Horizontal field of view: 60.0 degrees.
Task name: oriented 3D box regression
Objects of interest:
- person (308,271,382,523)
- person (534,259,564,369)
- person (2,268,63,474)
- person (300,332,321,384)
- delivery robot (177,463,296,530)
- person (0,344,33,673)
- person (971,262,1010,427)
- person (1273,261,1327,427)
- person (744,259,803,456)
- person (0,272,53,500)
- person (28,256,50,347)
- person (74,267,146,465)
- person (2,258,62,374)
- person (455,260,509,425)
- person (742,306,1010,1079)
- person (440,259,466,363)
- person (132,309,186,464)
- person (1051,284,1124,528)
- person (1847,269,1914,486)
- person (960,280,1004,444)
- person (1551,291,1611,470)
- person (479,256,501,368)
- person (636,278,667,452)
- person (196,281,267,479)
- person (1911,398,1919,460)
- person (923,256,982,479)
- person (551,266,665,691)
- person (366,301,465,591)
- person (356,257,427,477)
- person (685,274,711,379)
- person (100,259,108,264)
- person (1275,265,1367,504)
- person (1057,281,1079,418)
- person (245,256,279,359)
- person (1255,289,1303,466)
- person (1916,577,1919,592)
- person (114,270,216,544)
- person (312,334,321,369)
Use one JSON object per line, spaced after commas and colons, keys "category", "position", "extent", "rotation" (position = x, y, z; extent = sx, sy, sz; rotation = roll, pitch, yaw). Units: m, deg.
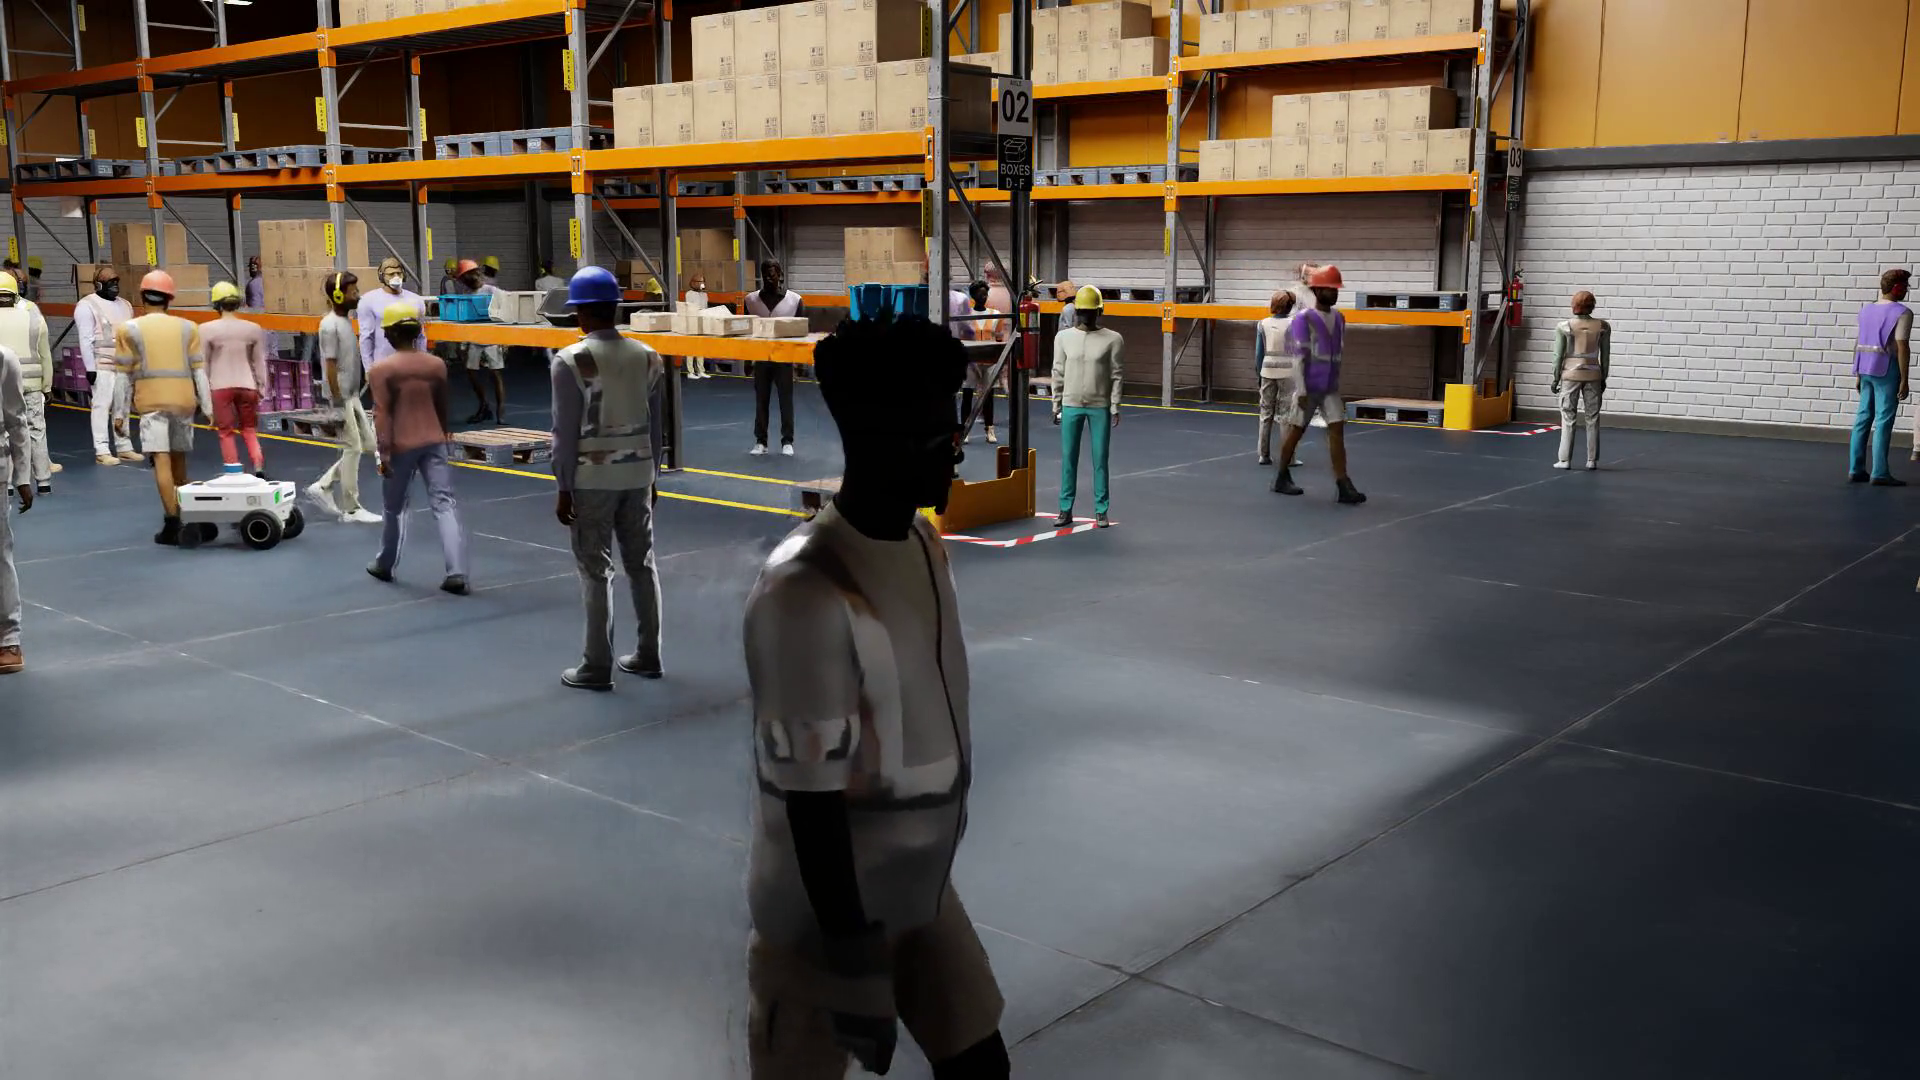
{"category": "person", "position": [-4.529, -1.034, 12.190], "extent": [0.459, 1.856, 0.557], "rotation": [-1, 10, -5]}
{"category": "person", "position": [-6.806, -3.744, 27.673], "extent": [0.529, 1.845, 0.481], "rotation": [-5, 11, -27]}
{"category": "person", "position": [-8.438, -1.509, 14.941], "extent": [0.626, 1.843, 0.430], "rotation": [3, 10, 15]}
{"category": "person", "position": [-9.714, -3.134, 24.784], "extent": [0.268, 1.631, 0.507], "rotation": [-3, 10, -14]}
{"category": "delivery robot", "position": [-4.926, -0.279, 11.329], "extent": [0.707, 0.478, 0.477], "rotation": [0, 10, -1]}
{"category": "person", "position": [-4.716, -0.288, 7.866], "extent": [0.584, 1.882, 0.337], "rotation": [-4, 11, -20]}
{"category": "person", "position": [0.415, -2.226, 18.951], "extent": [0.644, 1.876, 0.936], "rotation": [-4, 11, -24]}
{"category": "person", "position": [3.868, -2.238, 18.988], "extent": [0.873, 1.879, 0.639], "rotation": [6, 12, 31]}
{"category": "person", "position": [-1.821, -1.779, 16.255], "extent": [0.600, 1.917, 0.376], "rotation": [1, 10, 4]}
{"category": "person", "position": [-7.652, -1.240, 13.433], "extent": [0.591, 1.833, 0.403], "rotation": [-8, 13, -39]}
{"category": "person", "position": [-14.175, -3.368, 25.402], "extent": [0.656, 1.885, 0.795], "rotation": [3, 10, 14]}
{"category": "person", "position": [-7.955, -1.628, 15.619], "extent": [0.428, 1.842, 0.631], "rotation": [3, 10, 16]}
{"category": "person", "position": [-13.957, -3.250, 24.712], "extent": [0.941, 1.895, 0.629], "rotation": [0, 10, -2]}
{"category": "person", "position": [-5.457, -2.258, 19.091], "extent": [0.664, 1.889, 0.415], "rotation": [3, 10, 17]}
{"category": "person", "position": [-0.044, 0.587, 2.770], "extent": [0.937, 1.919, 0.612], "rotation": [4, 11, 23]}
{"category": "person", "position": [-8.962, -4.037, 29.369], "extent": [0.404, 1.829, 0.591], "rotation": [-4, 11, -21]}
{"category": "person", "position": [-7.455, -1.501, 15.518], "extent": [0.524, 1.626, 0.616], "rotation": [-3, 10, -15]}
{"category": "person", "position": [0.916, -0.964, 12.064], "extent": [0.522, 1.765, 0.317], "rotation": [2, 10, 11]}
{"category": "person", "position": [7.871, -1.386, 14.234], "extent": [0.373, 1.840, 0.572], "rotation": [-2, 10, -12]}
{"category": "person", "position": [0.197, -1.833, 17.197], "extent": [0.541, 1.697, 0.316], "rotation": [-2, 10, -10]}
{"category": "person", "position": [5.658, -1.449, 15.181], "extent": [0.515, 1.636, 0.315], "rotation": [1, 10, 4]}
{"category": "person", "position": [-7.906, -3.832, 28.031], "extent": [0.493, 1.882, 0.629], "rotation": [4, 11, 21]}
{"category": "person", "position": [-2.969, -1.690, 16.272], "extent": [0.486, 1.737, 0.346], "rotation": [-7, 12, -36]}
{"category": "person", "position": [-5.995, -1.242, 13.686], "extent": [0.529, 1.755, 0.362], "rotation": [-9, 14, -43]}
{"category": "person", "position": [9.274, -1.713, 15.662], "extent": [0.391, 1.995, 0.613], "rotation": [1, 10, 5]}
{"category": "person", "position": [-0.178, -1.576, 14.914], "extent": [0.631, 2.000, 1.040], "rotation": [-4, 11, -22]}
{"category": "person", "position": [-1.630, -0.286, 7.702], "extent": [0.411, 1.939, 0.605], "rotation": [8, 13, 40]}
{"category": "person", "position": [-3.247, -0.557, 9.881], "extent": [0.947, 1.709, 0.538], "rotation": [10, 14, 44]}
{"category": "person", "position": [-5.027, -1.537, 14.820], "extent": [0.627, 1.941, 0.372], "rotation": [-9, 13, -41]}
{"category": "person", "position": [-4.080, -3.319, 25.862], "extent": [0.277, 1.629, 0.497], "rotation": [6, 12, 33]}
{"category": "person", "position": [-12.474, -3.154, 24.235], "extent": [0.664, 1.860, 0.588], "rotation": [5, 11, 24]}
{"category": "person", "position": [2.888, -1.251, 13.362], "extent": [0.562, 1.887, 0.993], "rotation": [-5, 11, -29]}
{"category": "person", "position": [1.293, -2.265, 19.839], "extent": [0.287, 1.632, 0.501], "rotation": [3, 10, 15]}
{"category": "person", "position": [-9.663, -2.957, 22.999], "extent": [0.408, 1.908, 0.644], "rotation": [1, 10, 4]}
{"category": "person", "position": [2.977, -1.499, 15.459], "extent": [0.521, 1.640, 0.307], "rotation": [9, 13, 41]}
{"category": "person", "position": [5.775, -0.492, 9.559], "extent": [0.316, 1.695, 0.541], "rotation": [0, 10, 3]}
{"category": "person", "position": [-5.572, -0.933, 11.611], "extent": [0.612, 1.867, 1.013], "rotation": [-7, 12, -36]}
{"category": "person", "position": [-10.797, -3.782, 27.900], "extent": [0.404, 1.833, 0.600], "rotation": [-5, 11, -25]}
